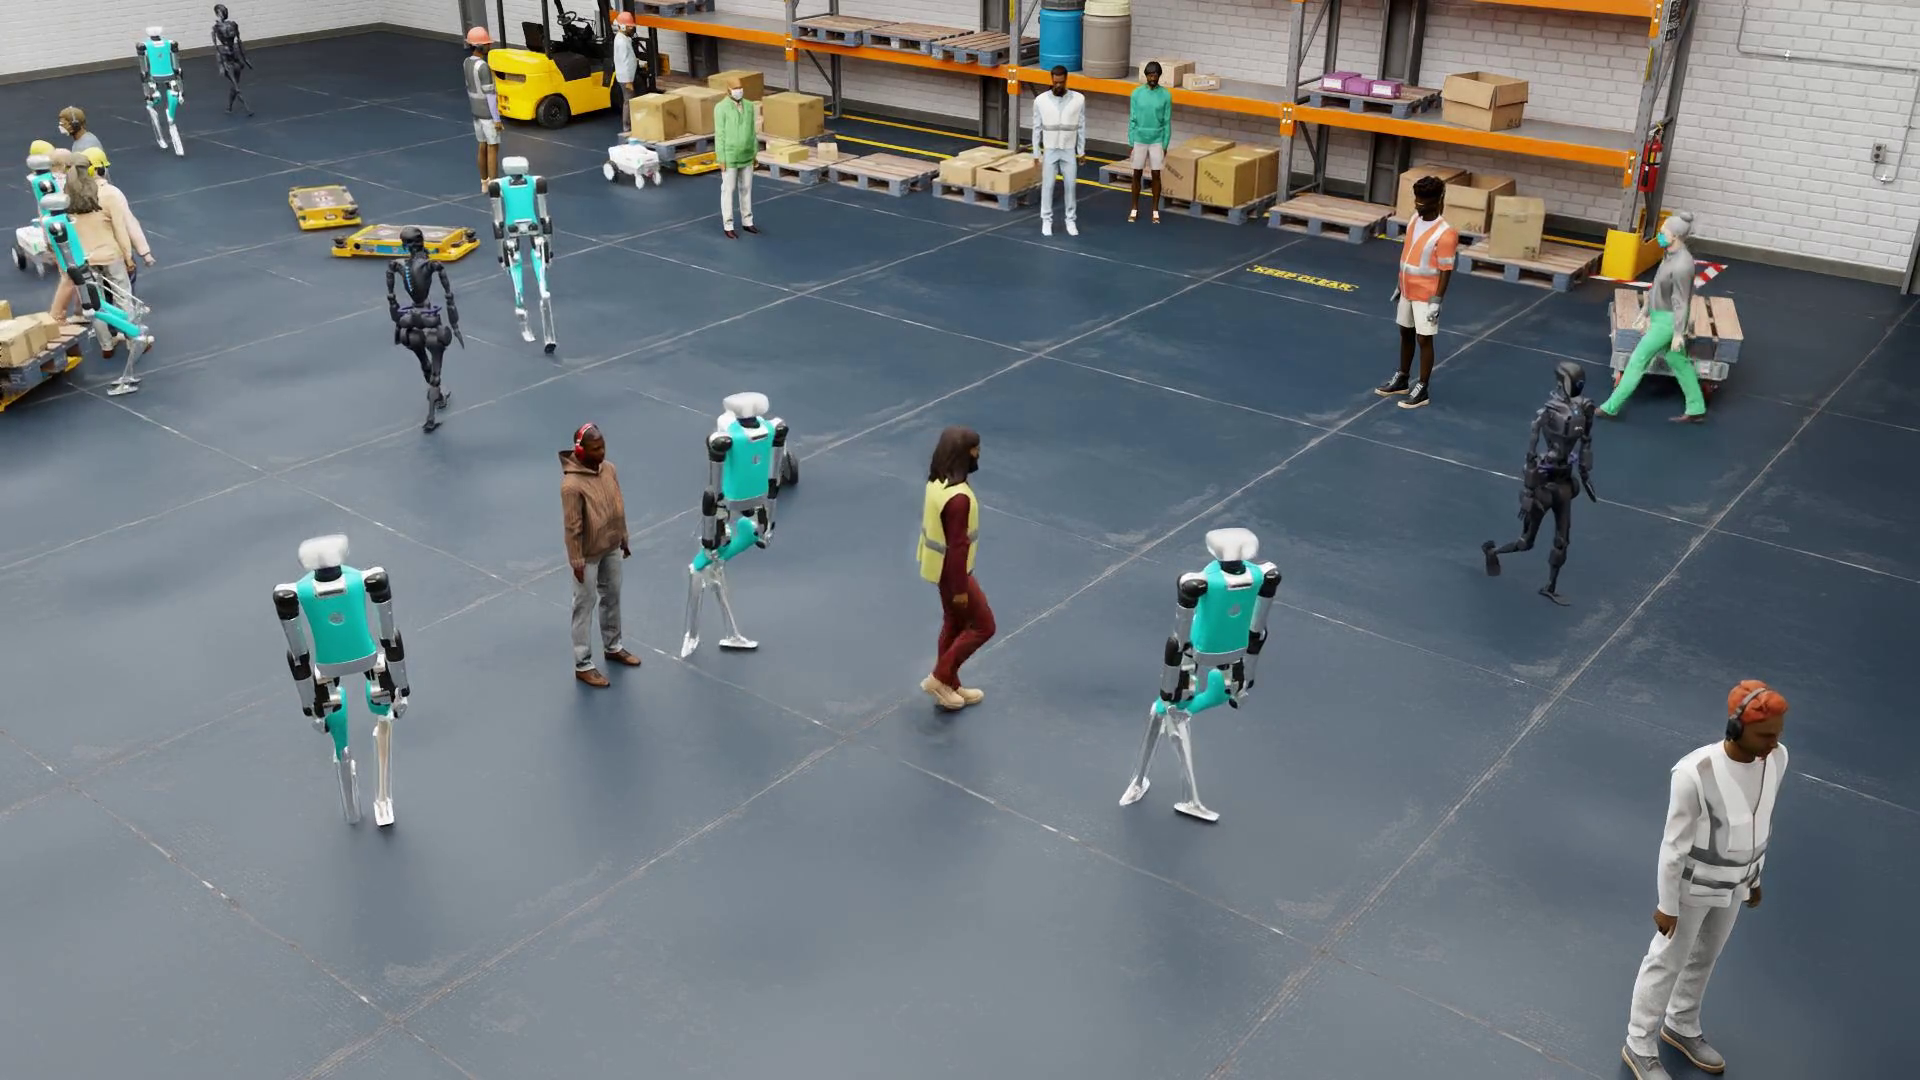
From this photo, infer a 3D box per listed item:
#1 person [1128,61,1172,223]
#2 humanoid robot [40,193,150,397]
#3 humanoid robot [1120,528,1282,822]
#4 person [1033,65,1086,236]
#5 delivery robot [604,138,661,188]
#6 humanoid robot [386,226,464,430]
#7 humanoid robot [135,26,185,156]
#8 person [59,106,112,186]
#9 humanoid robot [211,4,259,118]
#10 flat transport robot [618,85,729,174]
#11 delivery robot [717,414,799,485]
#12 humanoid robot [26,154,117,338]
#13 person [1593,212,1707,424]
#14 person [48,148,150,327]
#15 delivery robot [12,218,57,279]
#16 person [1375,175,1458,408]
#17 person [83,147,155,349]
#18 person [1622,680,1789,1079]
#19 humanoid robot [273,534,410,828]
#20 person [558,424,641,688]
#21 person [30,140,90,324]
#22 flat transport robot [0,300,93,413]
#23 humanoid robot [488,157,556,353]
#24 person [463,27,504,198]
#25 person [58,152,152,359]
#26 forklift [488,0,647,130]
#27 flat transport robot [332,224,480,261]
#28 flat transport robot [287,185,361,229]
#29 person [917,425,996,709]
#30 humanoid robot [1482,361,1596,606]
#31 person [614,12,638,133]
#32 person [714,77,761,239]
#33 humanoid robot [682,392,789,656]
[{"bbox_3d":[2.203,-4.635,19.362,0.496,1.843,0.404,4,26,8],"label":"person"},{"bbox_3d":[-7.279,-2.105,14.221,0.727,1.766,0.530,-11,28,-22],"label":"humanoid robot"},{"bbox_3d":[1.169,0.651,8.539,0.590,1.780,0.870,-9,27,-17],"label":"humanoid robot"},{"bbox_3d":[1.117,-4.411,18.827,0.600,1.904,0.394,-1,26,-3],"label":"person"},{"bbox_3d":[-4.158,-4.823,21.220,0.499,0.586,0.782,-23,34,-39],"label":"delivery robot"},{"bbox_3d":[-4.391,-1.770,13.670,0.613,1.622,0.783,3,26,7],"label":"humanoid robot"},{"bbox_3d":[-10.819,-6.073,22.501,0.544,1.755,1.030,-19,32,-34],"label":"humanoid robot"},{"bbox_3d":[-8.625,-3.361,16.629,0.368,1.931,0.628,-12,28,-24],"label":"person"},{"bbox_3d":[-10.820,-7.136,24.779,0.768,1.629,0.597,9,27,18],"label":"humanoid robot"},{"bbox_3d":[-3.757,-5.112,22.157,1.431,0.231,0.659,22,34,38],"label":"flat transport robot"},{"bbox_3d":[-1.592,-0.720,12.725,0.499,0.587,0.769,-12,28,-24],"label":"delivery robot"},{"bbox_3d":[-8.164,-2.780,15.619,0.779,1.744,0.535,-17,30,-31],"label":"humanoid robot"},{"bbox_3d":[5.747,-1.796,13.551,0.991,1.790,0.488,9,27,18],"label":"person"},{"bbox_3d":[-8.370,-2.835,15.758,0.905,1.737,0.517,-12,28,-24],"label":"person"},{"bbox_3d":[-9.761,-3.125,17.702,0.499,0.585,0.777,-21,33,-36],"label":"delivery robot"},{"bbox_3d":[3.849,-2.081,13.940,0.373,1.959,0.602,-10,27,-19],"label":"person"},{"bbox_3d":[-7.817,-2.650,15.242,0.814,1.854,0.432,5,26,9],"label":"person"},{"bbox_3d":[3.063,1.411,6.791,0.574,1.884,0.356,-13,28,-24],"label":"person"},{"bbox_3d":[-3.071,0.760,8.436,0.543,1.902,0.736,-9,27,-19],"label":"humanoid robot"},{"bbox_3d":[-2.158,0.073,9.839,0.309,1.644,0.456,14,29,27],"label":"person"},{"bbox_3d":[-8.604,-2.955,15.981,0.339,1.760,0.529,7,27,15],"label":"person"},{"bbox_3d":[-8.358,-1.401,14.473,0.659,0.231,1.431,2,26,4],"label":"flat transport robot"},{"bbox_3d":[-3.921,-2.540,15.181,0.536,1.779,0.984,-10,27,-19],"label":"humanoid robot"},{"bbox_3d":[-5.779,-5.217,20.338,0.369,2.044,0.606,-20,32,-35],"label":"person"},{"bbox_3d":[-7.769,-2.553,15.013,0.555,1.877,0.403,-4,26,-8],"label":"person"},{"bbox_3d":[-5.874,-7.334,24.552,1.214,2.155,2.313,19,32,34],"label":"forklift"},{"bbox_3d":[-6.115,-3.282,18.367,1.431,0.231,0.659,4,26,8],"label":"flat transport robot"},{"bbox_3d":[-7.577,-3.970,19.793,0.659,0.231,1.431,-12,28,-23],"label":"flat transport robot"},{"bbox_3d":[-0.016,0.178,9.490,0.439,1.756,0.482,-4,26,-8],"label":"person"},{"bbox_3d":[3.823,-0.415,10.837,0.597,1.639,0.660,-13,29,-25],"label":"humanoid robot"},{"bbox_3d":[-4.669,-6.536,23.418,0.350,1.737,0.572,-5,26,-9],"label":"person"},{"bbox_3d":[-2.514,-4.323,18.783,0.537,1.784,0.384,-21,33,-36],"label":"person"},{"bbox_3d":[-1.463,-0.111,10.116,0.618,1.779,0.842,-21,33,-37],"label":"humanoid robot"}]
